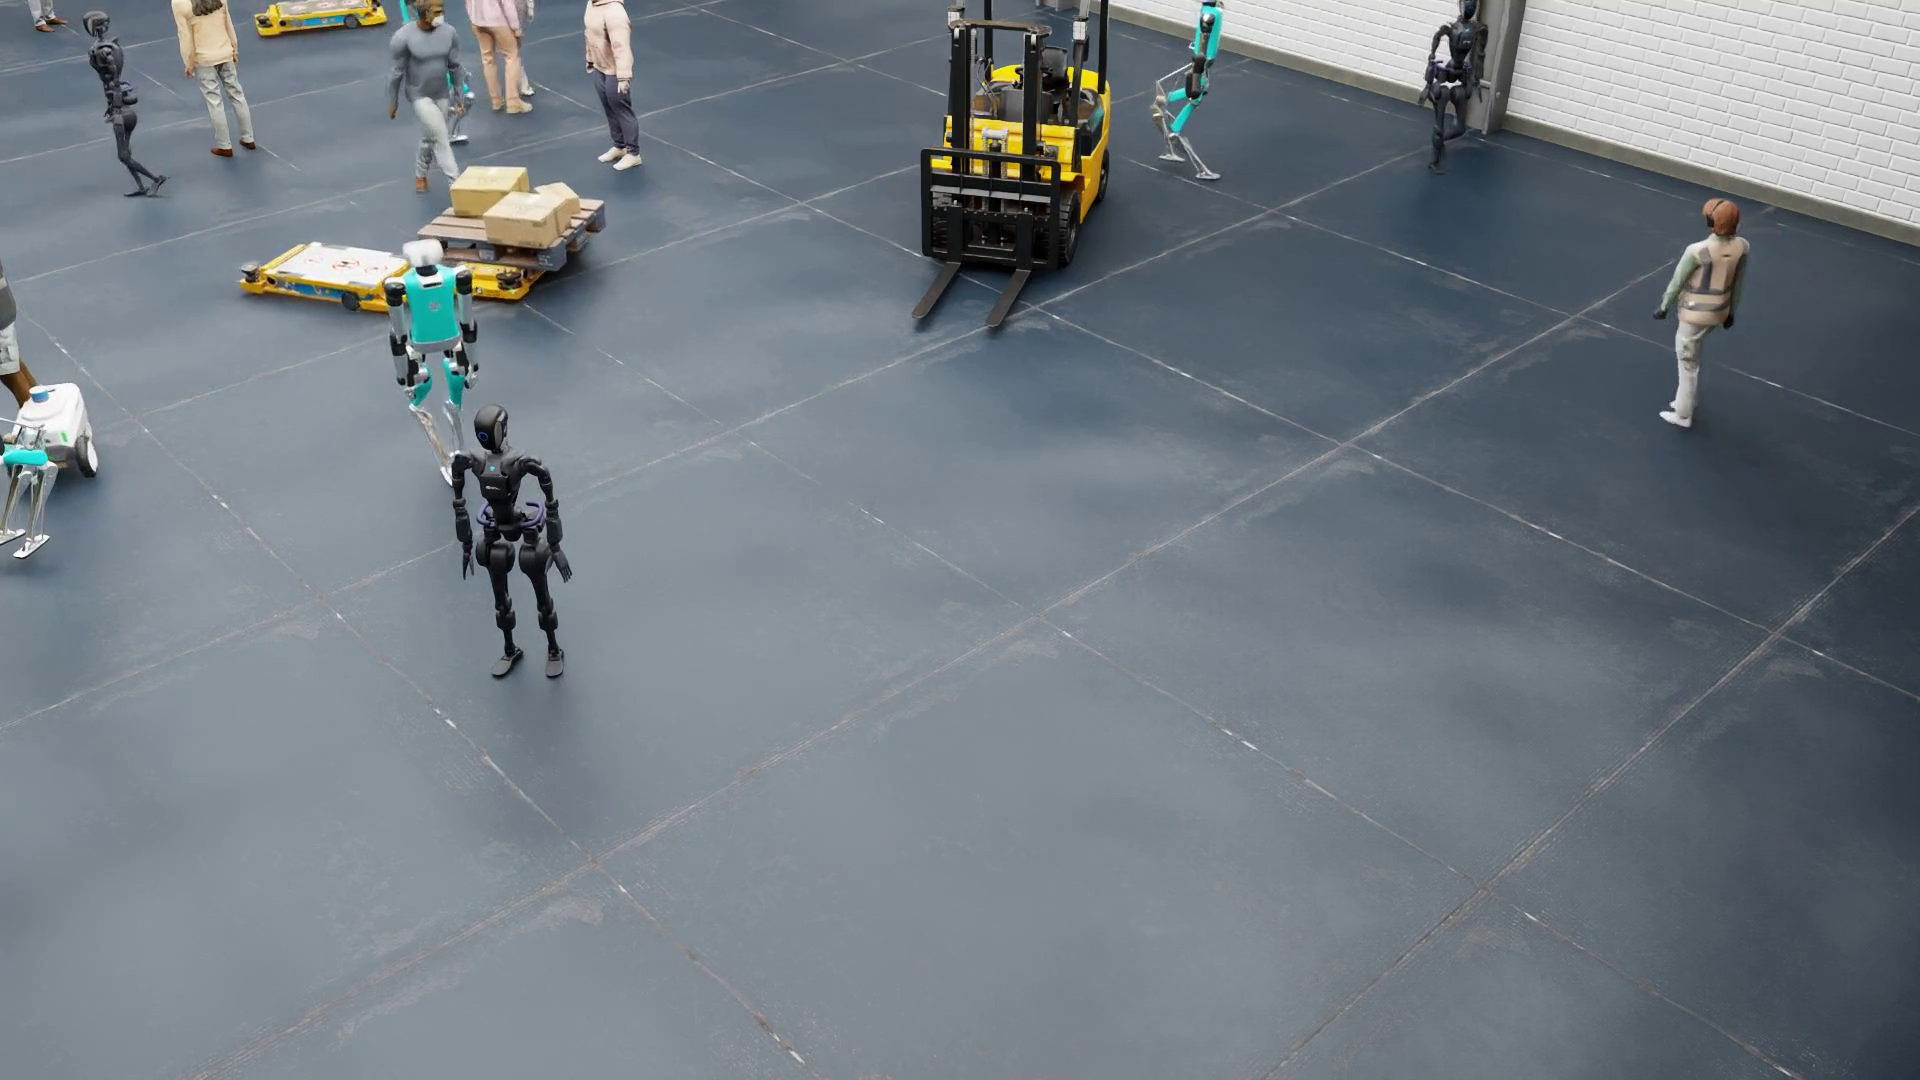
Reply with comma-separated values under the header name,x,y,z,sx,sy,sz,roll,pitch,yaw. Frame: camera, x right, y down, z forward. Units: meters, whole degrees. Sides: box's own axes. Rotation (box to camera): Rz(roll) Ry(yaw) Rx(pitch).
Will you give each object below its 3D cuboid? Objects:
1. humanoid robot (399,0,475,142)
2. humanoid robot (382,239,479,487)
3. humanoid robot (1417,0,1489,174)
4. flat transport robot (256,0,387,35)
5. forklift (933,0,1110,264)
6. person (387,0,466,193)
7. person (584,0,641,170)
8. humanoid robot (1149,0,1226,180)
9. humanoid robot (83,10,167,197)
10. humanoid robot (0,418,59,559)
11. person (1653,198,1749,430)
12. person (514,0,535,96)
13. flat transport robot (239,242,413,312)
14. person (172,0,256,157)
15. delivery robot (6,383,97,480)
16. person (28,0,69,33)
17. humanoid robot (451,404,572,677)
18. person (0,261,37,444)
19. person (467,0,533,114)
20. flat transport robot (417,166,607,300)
name,x,y,z,sx,sy,sz,roll,pitch,yaw
humanoid robot,-4.969,-4.652,15.998,0.732,1.807,0.538,-10,34,-15
humanoid robot,-3.372,-1.116,10.640,0.549,1.871,0.833,-17,37,-25
humanoid robot,4.540,-4.260,15.429,0.609,1.641,0.427,-6,33,-8
flat transport robot,-7.600,-6.243,19.768,1.431,0.231,0.659,-12,35,-18
forklift,0.570,-3.725,14.138,1.214,2.155,2.313,9,34,13
person,-4.712,-3.915,14.733,0.995,1.869,0.671,22,39,30
person,-3.236,-4.402,15.486,0.431,1.859,0.792,-21,38,-28
humanoid robot,2.060,-4.206,15.303,0.875,1.788,0.541,10,34,15
humanoid robot,-7.527,-3.883,14.858,0.344,1.634,0.596,-21,38,-29
humanoid robot,-5.703,-0.703,9.781,0.533,1.681,0.735,15,36,21
person,4.998,-1.532,11.286,0.511,1.619,0.451,-15,36,-22
person,-4.740,-5.602,17.472,0.516,1.695,0.927,-16,36,-23
flat transport robot,-5.024,-2.133,13.451,1.431,0.231,0.659,10,34,15
person,-7.065,-4.563,15.716,0.407,1.877,0.554,24,40,32
delivery robot,-6.025,-0.712,11.022,0.499,0.614,0.798,-10,34,-15
person,-10.761,-6.749,19.290,0.321,1.641,0.475,1,33,1
humanoid robot,-2.370,0.017,8.843,0.599,1.657,0.315,2,33,3
person,-6.308,-1.451,10.775,0.359,2.046,0.613,-15,36,-22
person,-4.713,-5.191,16.797,0.606,1.754,0.418,14,35,20
flat transport robot,-3.683,-2.394,13.853,0.659,0.231,1.431,7,34,11
